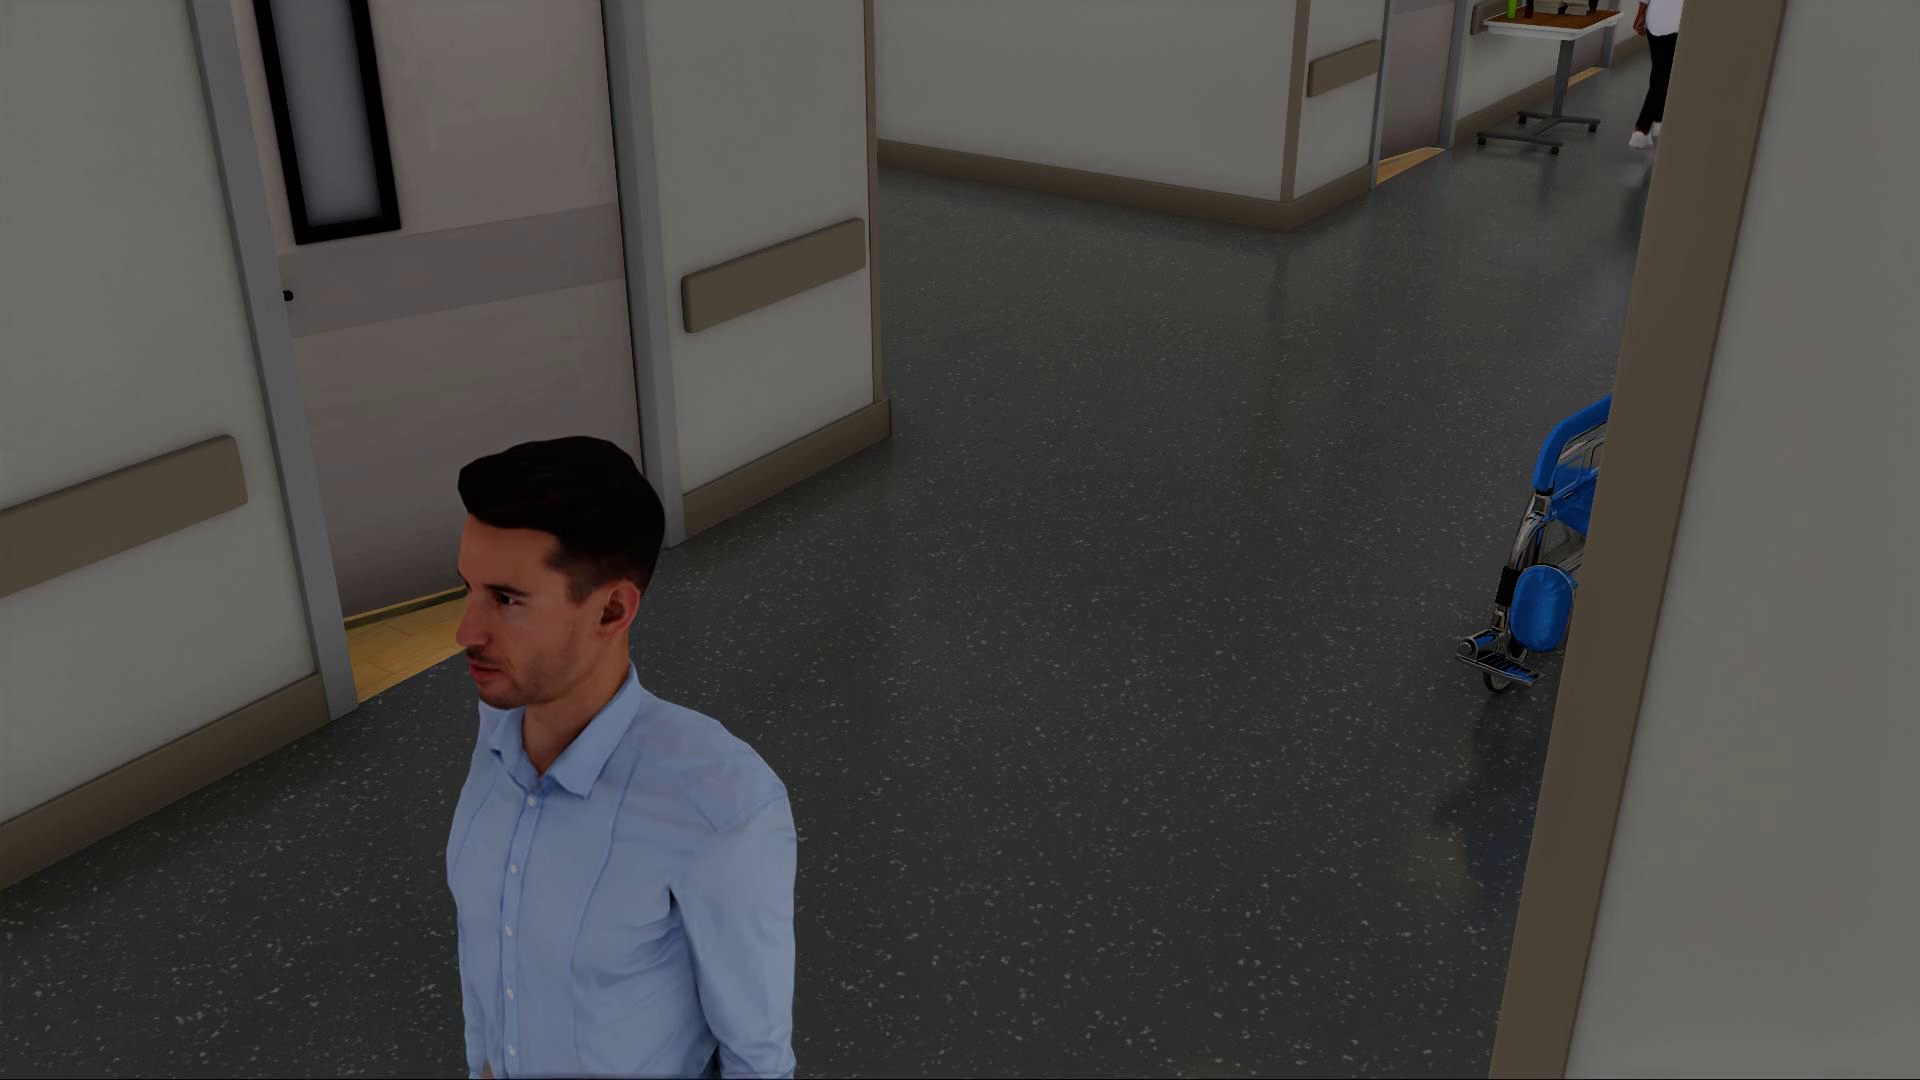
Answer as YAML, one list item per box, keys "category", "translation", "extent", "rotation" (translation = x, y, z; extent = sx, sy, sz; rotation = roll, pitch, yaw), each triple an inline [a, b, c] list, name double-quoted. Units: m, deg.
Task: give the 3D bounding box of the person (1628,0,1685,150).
- category: "person"
  translation: [4.544, -3.351, 10.606]
  extent: [0.663, 1.761, 1.137]
  rotation: [18, 31, 33]

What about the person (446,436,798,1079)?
- category: "person"
  translation: [-0.413, 0.735, 2.034]
  extent: [0.627, 1.848, 0.575]
  rotation: [17, 30, 31]
